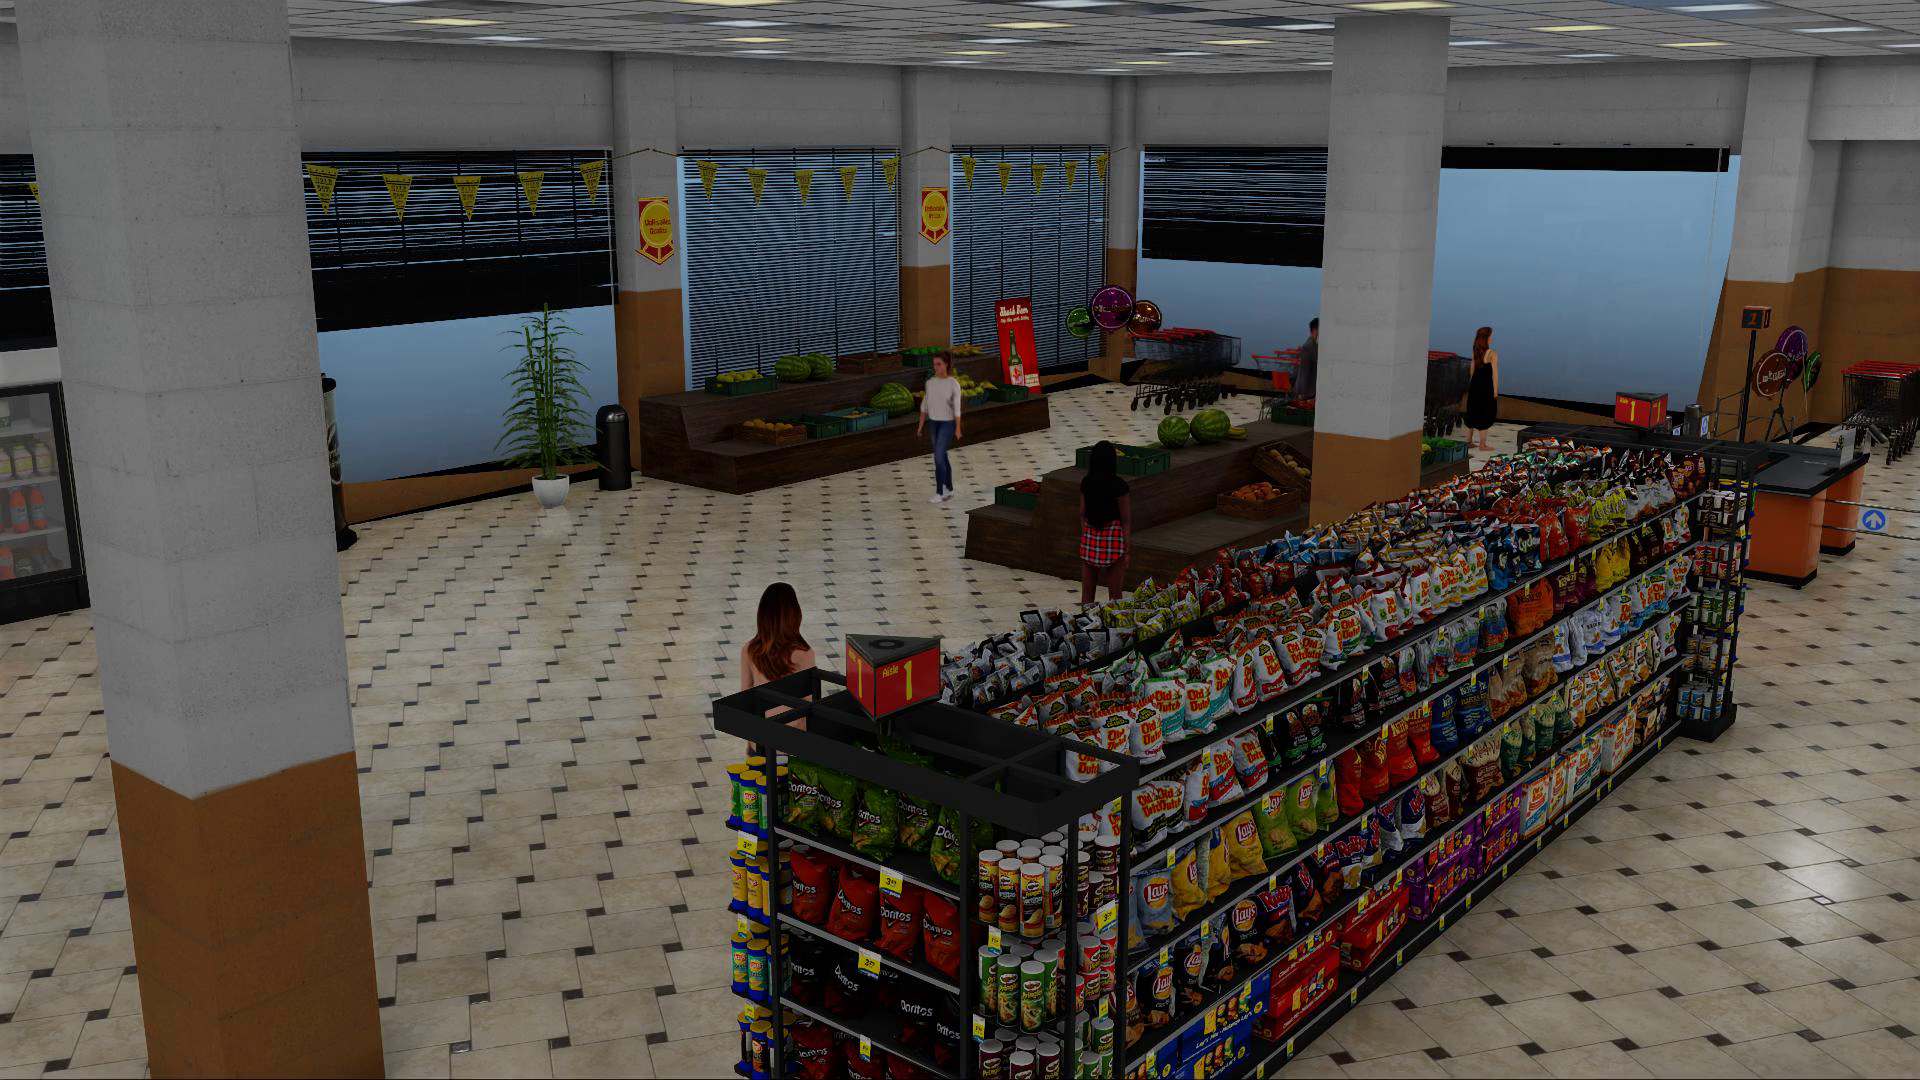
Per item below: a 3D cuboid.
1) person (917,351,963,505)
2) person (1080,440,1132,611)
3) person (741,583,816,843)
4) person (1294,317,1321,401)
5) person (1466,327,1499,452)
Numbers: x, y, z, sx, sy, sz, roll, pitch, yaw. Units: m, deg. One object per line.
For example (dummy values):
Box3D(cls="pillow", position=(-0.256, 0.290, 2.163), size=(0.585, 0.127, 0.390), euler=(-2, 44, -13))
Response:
Box3D(cls="person", position=(-0.153, -1.274, 18.771), size=(0.618, 1.699, 0.850), euler=(11, 17, 38))
Box3D(cls="person", position=(1.149, 0.057, 13.230), size=(0.630, 1.724, 0.616), euler=(9, 16, 33))
Box3D(cls="person", position=(-0.943, 1.096, 8.800), size=(0.663, 1.792, 0.654), euler=(4, 14, 16))
Box3D(cls="person", position=(4.290, -1.865, 20.951), size=(1.174, 1.820, 1.248), euler=(2, 14, 8))
Box3D(cls="person", position=(6.874, -1.998, 21.913), size=(0.657, 1.625, 0.649), euler=(-8, 16, -31))
